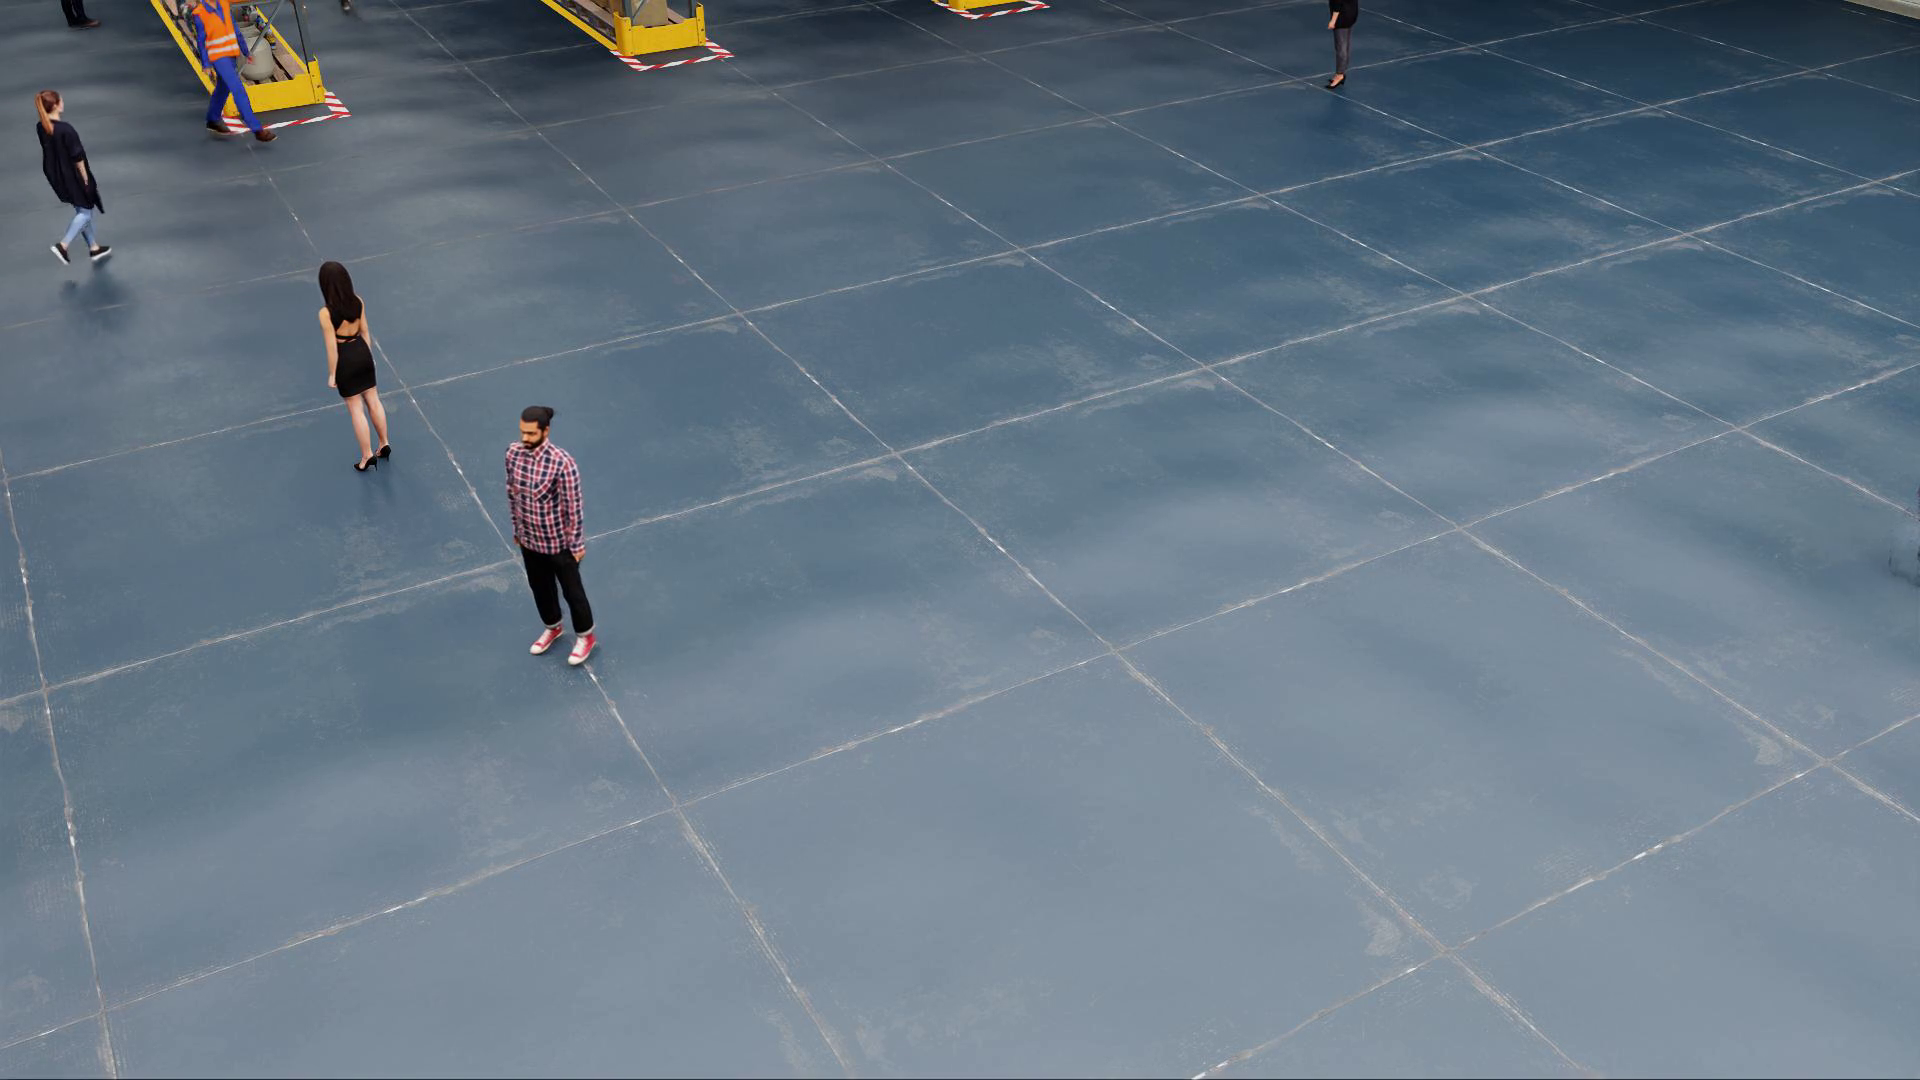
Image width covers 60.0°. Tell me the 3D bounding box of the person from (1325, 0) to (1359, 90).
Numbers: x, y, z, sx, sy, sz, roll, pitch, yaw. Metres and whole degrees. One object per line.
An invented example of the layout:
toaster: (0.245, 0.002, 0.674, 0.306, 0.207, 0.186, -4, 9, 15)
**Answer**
person: (4.707, -6.419, 20.378, 0.760, 1.721, 0.734, 14, 35, 21)

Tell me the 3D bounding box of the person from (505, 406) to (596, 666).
person: (-2.524, -0.045, 10.242, 0.715, 1.755, 0.819, 14, 35, 21)

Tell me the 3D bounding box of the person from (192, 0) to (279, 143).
person: (-8.302, -5.355, 18.601, 1.295, 1.816, 1.208, 10, 34, 16)

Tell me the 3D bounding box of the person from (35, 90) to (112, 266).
person: (-8.380, -3.337, 15.544, 0.983, 1.666, 1.008, 11, 34, 17)

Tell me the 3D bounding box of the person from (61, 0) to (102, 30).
person: (-12.236, -7.945, 22.681, 0.814, 1.845, 0.930, 16, 36, 24)

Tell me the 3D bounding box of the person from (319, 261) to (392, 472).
person: (-4.484, -1.279, 12.297, 0.639, 1.649, 0.641, 18, 36, 25)
